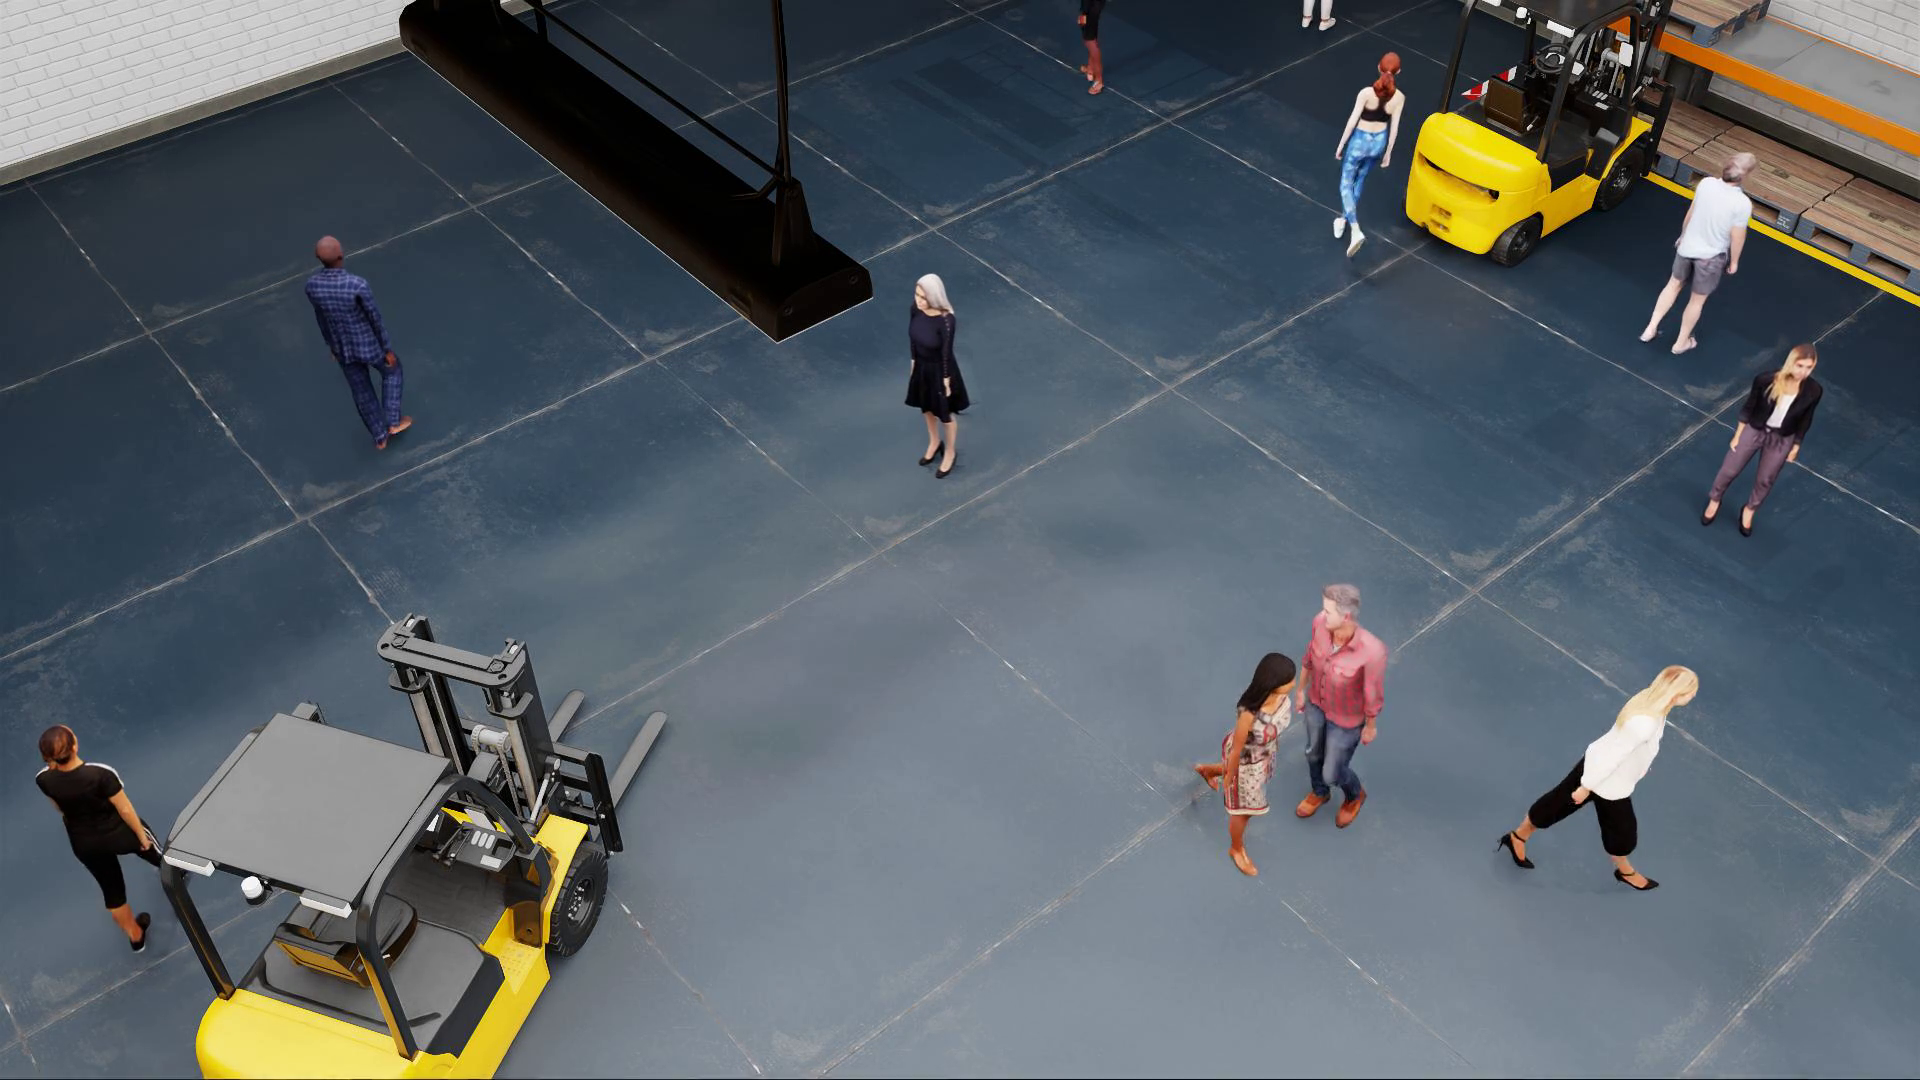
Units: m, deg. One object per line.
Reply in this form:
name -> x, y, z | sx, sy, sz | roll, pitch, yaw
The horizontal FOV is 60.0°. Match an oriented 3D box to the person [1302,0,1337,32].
person -> 3.808, -6.139, 17.275 | 0.601, 1.688, 0.731 | 20, 47, 20

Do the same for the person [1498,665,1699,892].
person -> 3.531, 1.341, 9.351 | 1.223, 1.787, 0.958 | 23, 48, 22

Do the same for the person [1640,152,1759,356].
person -> 5.819, -2.239, 13.079 | 0.761, 1.829, 0.631 | -29, 51, -27

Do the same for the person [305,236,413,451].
person -> -4.430, -1.384, 12.197 | 0.826, 1.808, 0.878 | 1, 44, 1

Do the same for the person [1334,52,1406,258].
person -> 3.480, -3.246, 14.187 | 1.001, 1.757, 1.119 | -5, 44, -5

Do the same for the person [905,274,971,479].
person -> -0.175, -1.194, 12.046 | 0.539, 1.740, 0.689 | 32, 52, 29

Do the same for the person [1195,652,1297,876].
person -> 1.649, 1.182, 9.637 | 0.666, 1.623, 0.934 | -34, 53, -30

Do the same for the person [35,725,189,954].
person -> -4.697, 1.670, 9.113 | 0.908, 1.639, 1.052 | -5, 44, -5

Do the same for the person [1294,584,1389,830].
person -> 2.219, 0.943, 9.754 | 0.595, 1.808, 0.793 | 30, 51, 28

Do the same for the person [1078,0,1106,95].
person -> 1.316, -5.312, 16.397 | 0.827, 1.700, 0.768 | 14, 45, 14

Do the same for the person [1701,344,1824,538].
person -> 5.600, -0.700, 11.583 | 0.647, 1.664, 0.753 | 16, 46, 16
